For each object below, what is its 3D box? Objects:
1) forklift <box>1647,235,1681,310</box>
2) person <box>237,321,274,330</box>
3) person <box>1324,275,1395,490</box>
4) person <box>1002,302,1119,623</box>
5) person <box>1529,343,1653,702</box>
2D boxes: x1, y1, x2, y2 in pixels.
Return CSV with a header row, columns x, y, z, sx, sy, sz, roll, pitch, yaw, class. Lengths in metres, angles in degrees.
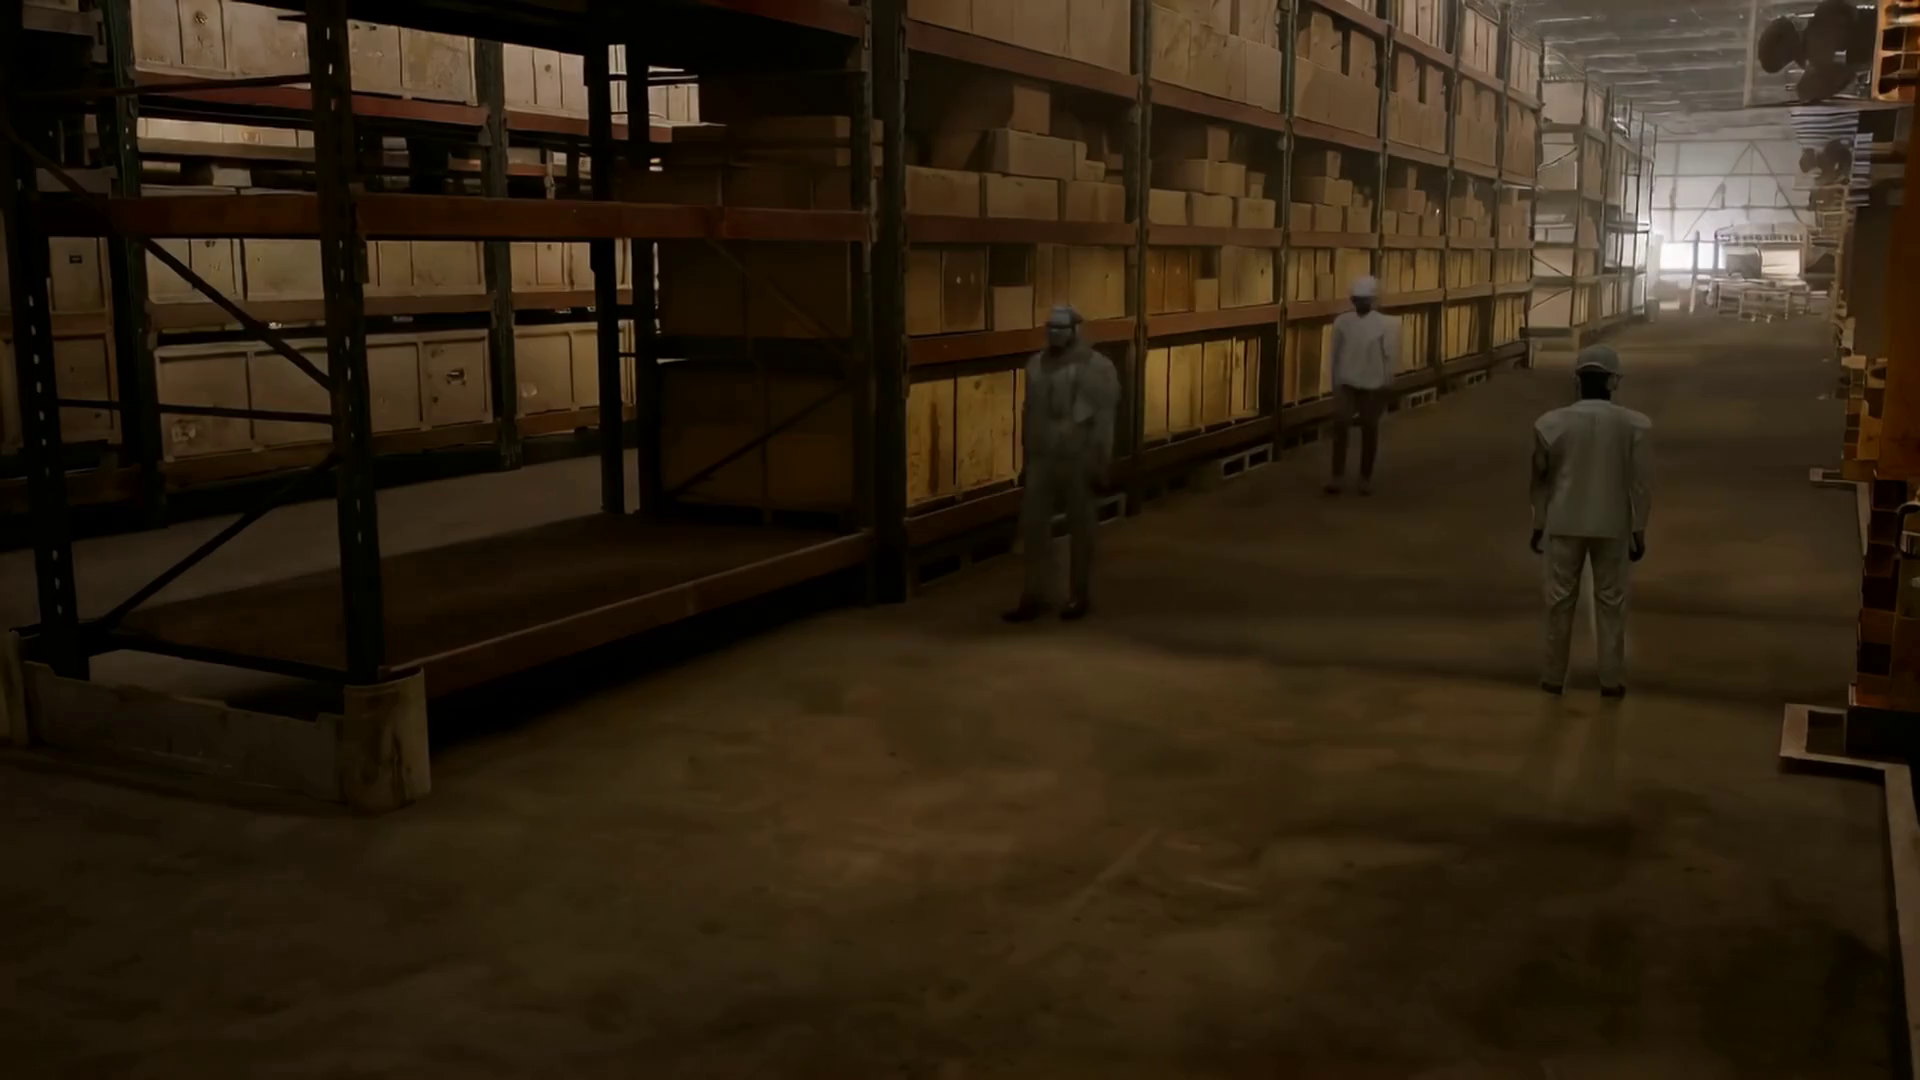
x,y,z,sx,sy,sz,roll,pitch,yaw,class
26.368,-10.152,63.117,1.873,2.768,1.129,5,11,27,forklift
-7.850,-1.846,18.424,0.501,1.695,0.881,4,10,21,person
3.627,-1.418,15.184,0.634,1.957,0.913,5,11,28,person
0.549,-0.430,9.700,0.673,1.881,0.785,6,12,32,person
3.068,-0.083,8.116,0.563,1.742,0.338,4,11,21,person
